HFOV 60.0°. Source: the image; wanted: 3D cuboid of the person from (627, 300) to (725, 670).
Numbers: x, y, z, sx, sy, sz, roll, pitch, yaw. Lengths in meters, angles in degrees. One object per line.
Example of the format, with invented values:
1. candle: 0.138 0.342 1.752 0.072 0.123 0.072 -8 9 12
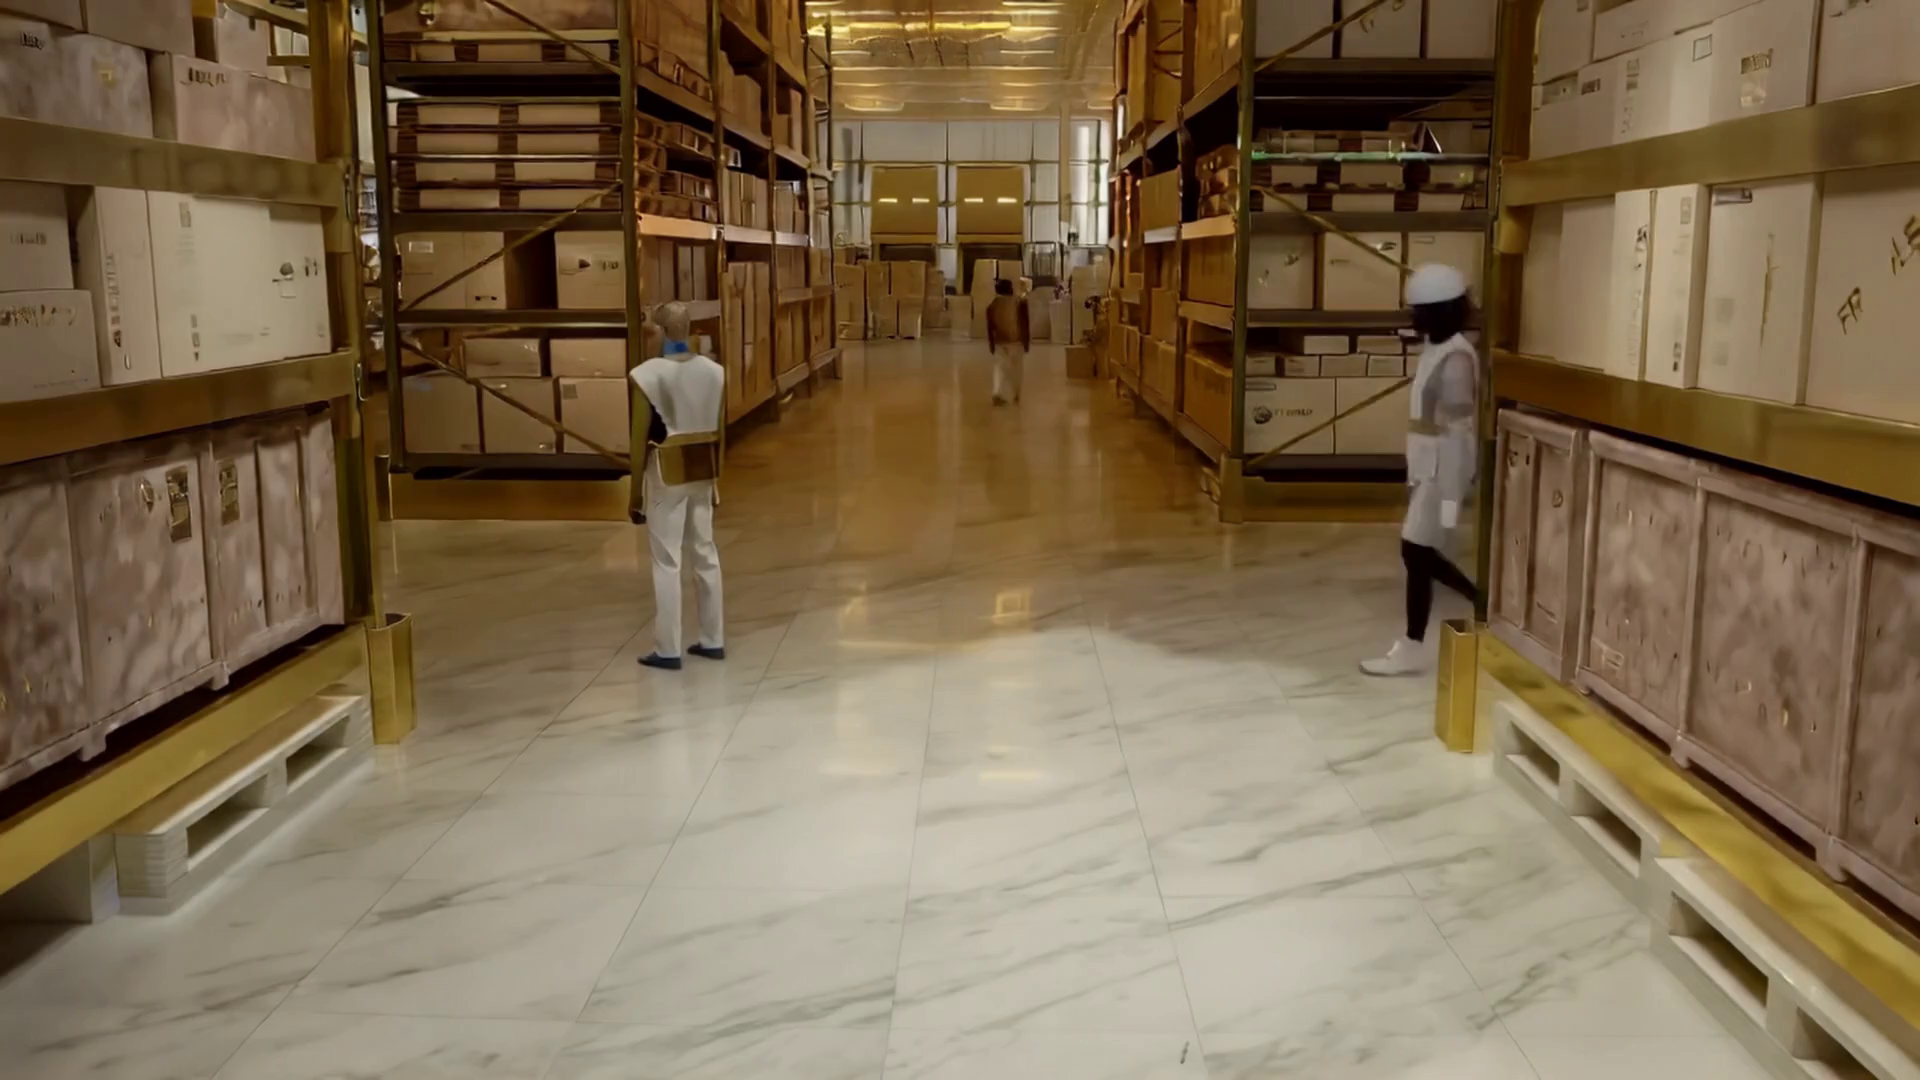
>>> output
1. person: -1.393 -0.269 8.303 0.381 1.836 0.564 9 13 42

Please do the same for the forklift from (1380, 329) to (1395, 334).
1. forklift: 9.082 -5.833 38.503 1.873 2.768 1.129 0 9 1

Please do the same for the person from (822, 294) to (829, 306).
1. person: -2.912 -4.839 35.191 0.610 1.996 0.386 -9 13 -43

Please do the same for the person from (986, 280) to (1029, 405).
1. person: 0.679 -2.825 23.816 0.666 1.780 0.931 3 10 15

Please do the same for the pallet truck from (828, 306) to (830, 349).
1. pallet truck: -3.100 -3.940 29.800 1.885 1.965 0.823 3 10 19

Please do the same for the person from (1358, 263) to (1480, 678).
1. person: 2.349 -0.321 8.048 0.704 2.021 0.624 1 10 5

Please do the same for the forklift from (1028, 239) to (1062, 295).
1. forklift: 3.077 -9.167 58.473 1.129 2.768 1.873 2 10 14
